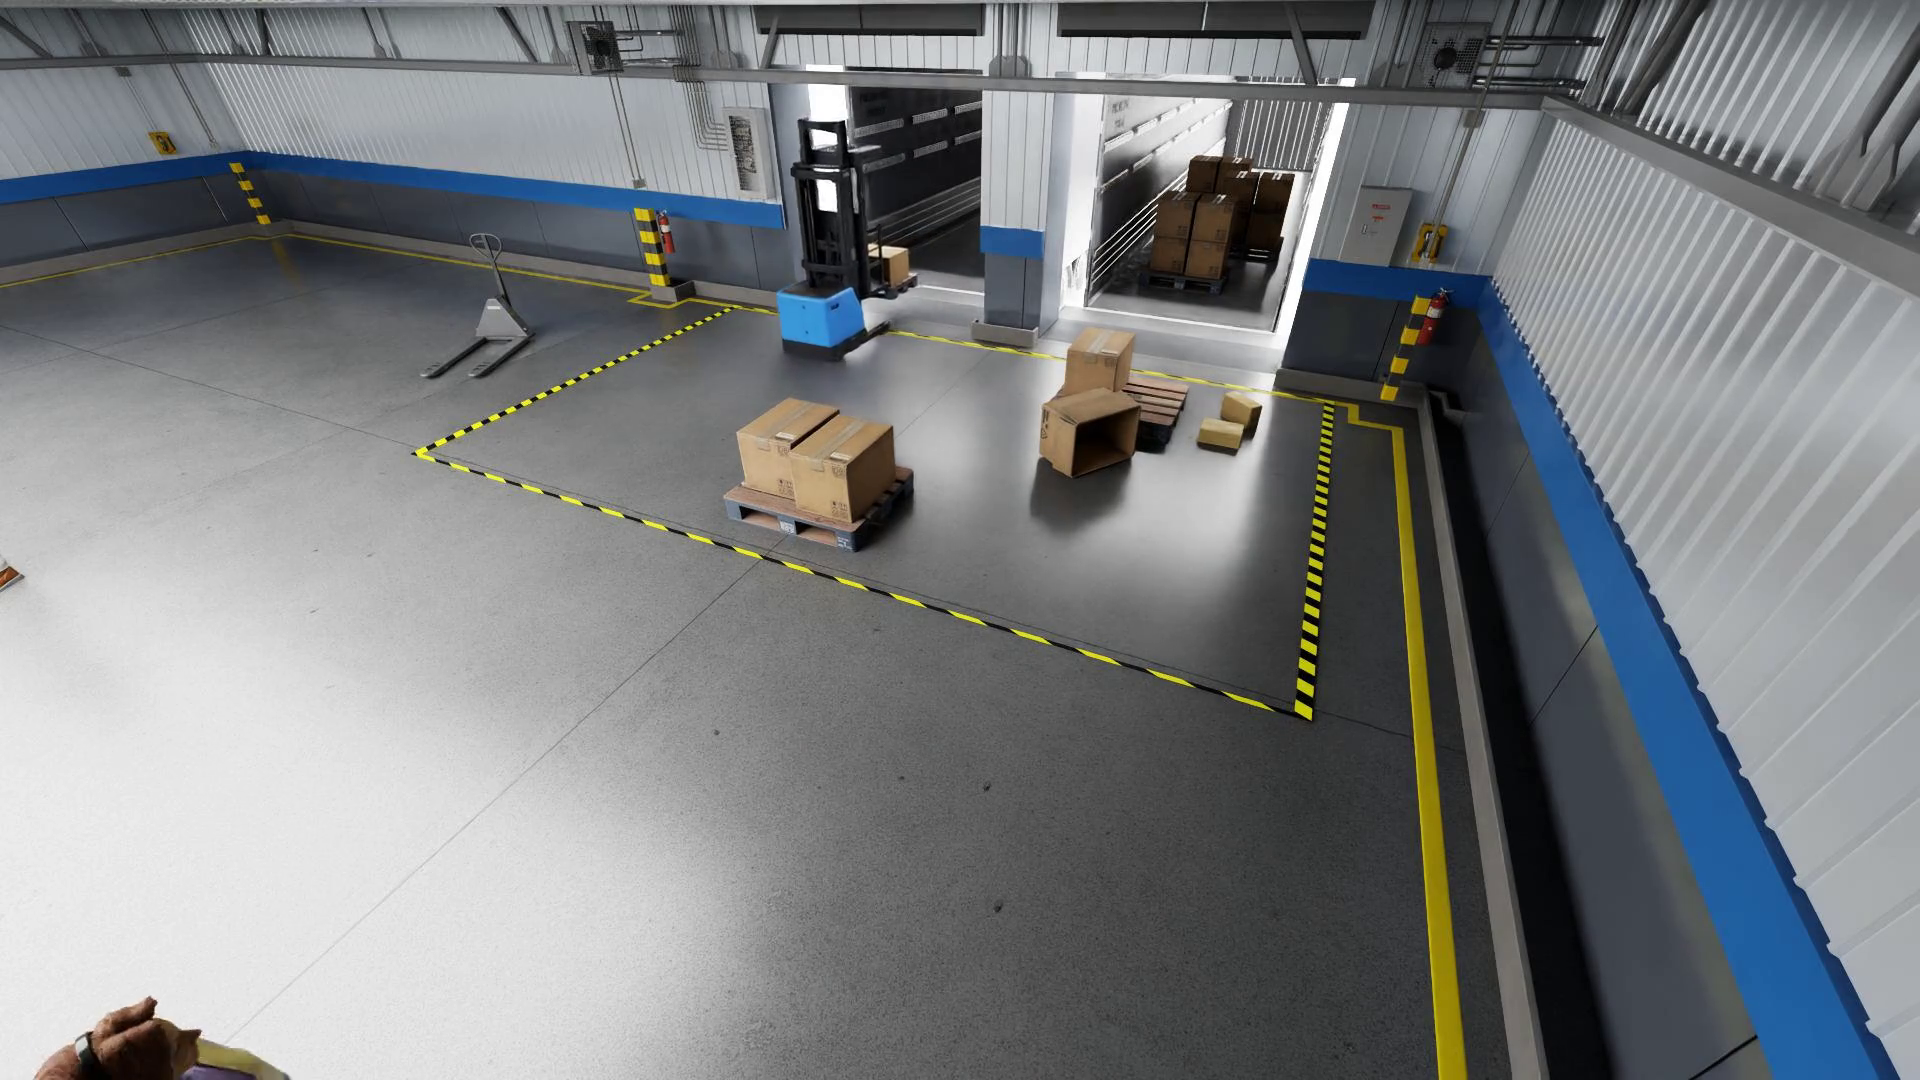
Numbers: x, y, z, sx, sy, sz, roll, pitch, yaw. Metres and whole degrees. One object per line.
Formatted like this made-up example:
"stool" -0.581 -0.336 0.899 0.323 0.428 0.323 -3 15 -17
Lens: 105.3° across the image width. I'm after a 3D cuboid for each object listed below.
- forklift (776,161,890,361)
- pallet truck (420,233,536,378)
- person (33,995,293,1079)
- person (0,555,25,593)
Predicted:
"forklift" -1.603 -3.152 8.353 0.716 2.013 0.776 15 38 20
"pallet truck" -5.664 -2.712 8.427 0.680 1.201 1.601 0 35 -1
"person" -1.761 1.664 1.943 0.544 1.624 0.379 29 45 34
"person" -6.920 -0.455 4.647 0.614 1.946 0.389 7 36 9
